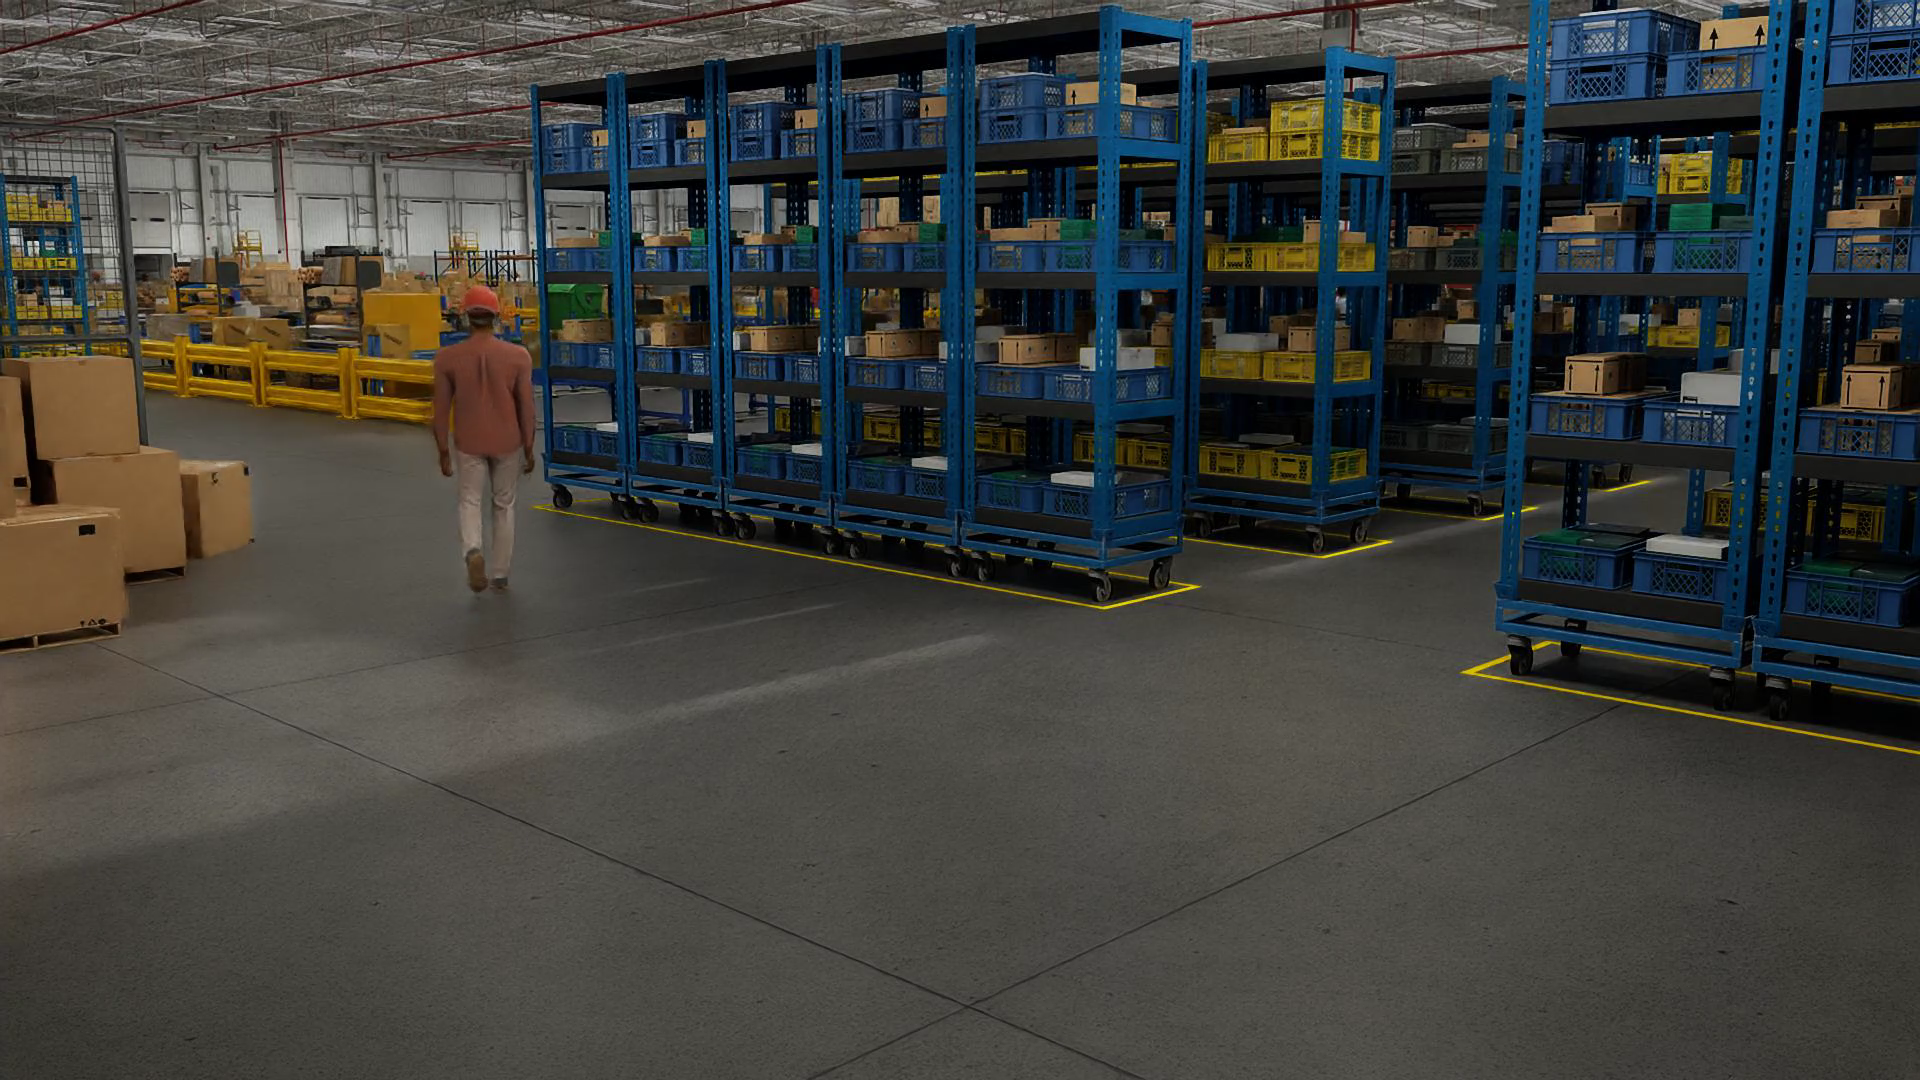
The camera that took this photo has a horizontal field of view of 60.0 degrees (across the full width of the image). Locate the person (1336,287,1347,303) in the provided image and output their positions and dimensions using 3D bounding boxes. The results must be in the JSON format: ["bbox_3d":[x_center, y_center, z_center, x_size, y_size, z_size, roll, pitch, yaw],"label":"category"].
[{"bbox_3d":[9.527,-5.593,41.964,0.818,1.661,0.545,-5,10,-27],"label":"person"}]

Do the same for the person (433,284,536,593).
[{"bbox_3d":[-2.970,-0.610,10.450,0.619,1.976,0.643,-3,10,-15],"label":"person"}]

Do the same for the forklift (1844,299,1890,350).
[{"bbox_3d":[21.939,-5.758,39.246,1.873,2.768,1.129,2,9,10],"label":"forklift"}]

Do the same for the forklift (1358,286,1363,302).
[{"bbox_3d":[11.100,-7.017,46.970,1.873,2.768,1.129,9,13,43],"label":"forklift"}]

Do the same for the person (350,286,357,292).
[{"bbox_3d":[-30.130,-12.375,83.121,0.819,1.793,0.652,-2,9,-9],"label":"person"}]

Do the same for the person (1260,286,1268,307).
[{"bbox_3d":[10.111,-8.038,56.273,0.678,1.877,0.636,8,12,39],"label":"person"}]

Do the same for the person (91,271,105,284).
[{"bbox_3d":[-31.520,-8.878,61.113,0.697,1.990,1.014,5,11,28],"label":"person"}]

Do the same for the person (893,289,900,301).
[{"bbox_3d":[-2.432,-9.277,64.452,0.319,1.694,0.532,1,9,9],"label":"person"}]

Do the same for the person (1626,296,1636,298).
[{"bbox_3d":[12.393,-3.864,30.938,0.951,1.800,0.574,-1,9,-8],"label":"person"}]

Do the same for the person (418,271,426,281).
[{"bbox_3d":[-28.491,-13.202,87.788,0.785,1.944,0.689,-4,10,-25],"label":"person"}]

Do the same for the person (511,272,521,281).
[{"bbox_3d":[-25.291,-14.324,94.818,0.575,1.885,0.355,-1,9,-3],"label":"person"}]

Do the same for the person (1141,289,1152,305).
[{"bbox_3d":[3.877,-4.719,35.930,0.375,1.898,0.792,9,13,43],"label":"person"}]

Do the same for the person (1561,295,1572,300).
[{"bbox_3d":[12.544,-4.433,34.330,0.600,1.830,0.403,-7,12,-37],"label":"person"}]

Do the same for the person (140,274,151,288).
[{"bbox_3d":[-34.745,-10.385,70.786,0.521,1.848,0.665,4,10,25],"label":"person"}]

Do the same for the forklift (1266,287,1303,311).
[{"bbox_3d":[11.094,-8.375,55.294,1.129,2.768,1.873,9,13,43],"label":"forklift"}]

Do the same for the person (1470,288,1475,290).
[{"bbox_3d":[19.250,-8.889,61.910,0.517,1.744,0.606,9,13,43],"label":"person"}]
